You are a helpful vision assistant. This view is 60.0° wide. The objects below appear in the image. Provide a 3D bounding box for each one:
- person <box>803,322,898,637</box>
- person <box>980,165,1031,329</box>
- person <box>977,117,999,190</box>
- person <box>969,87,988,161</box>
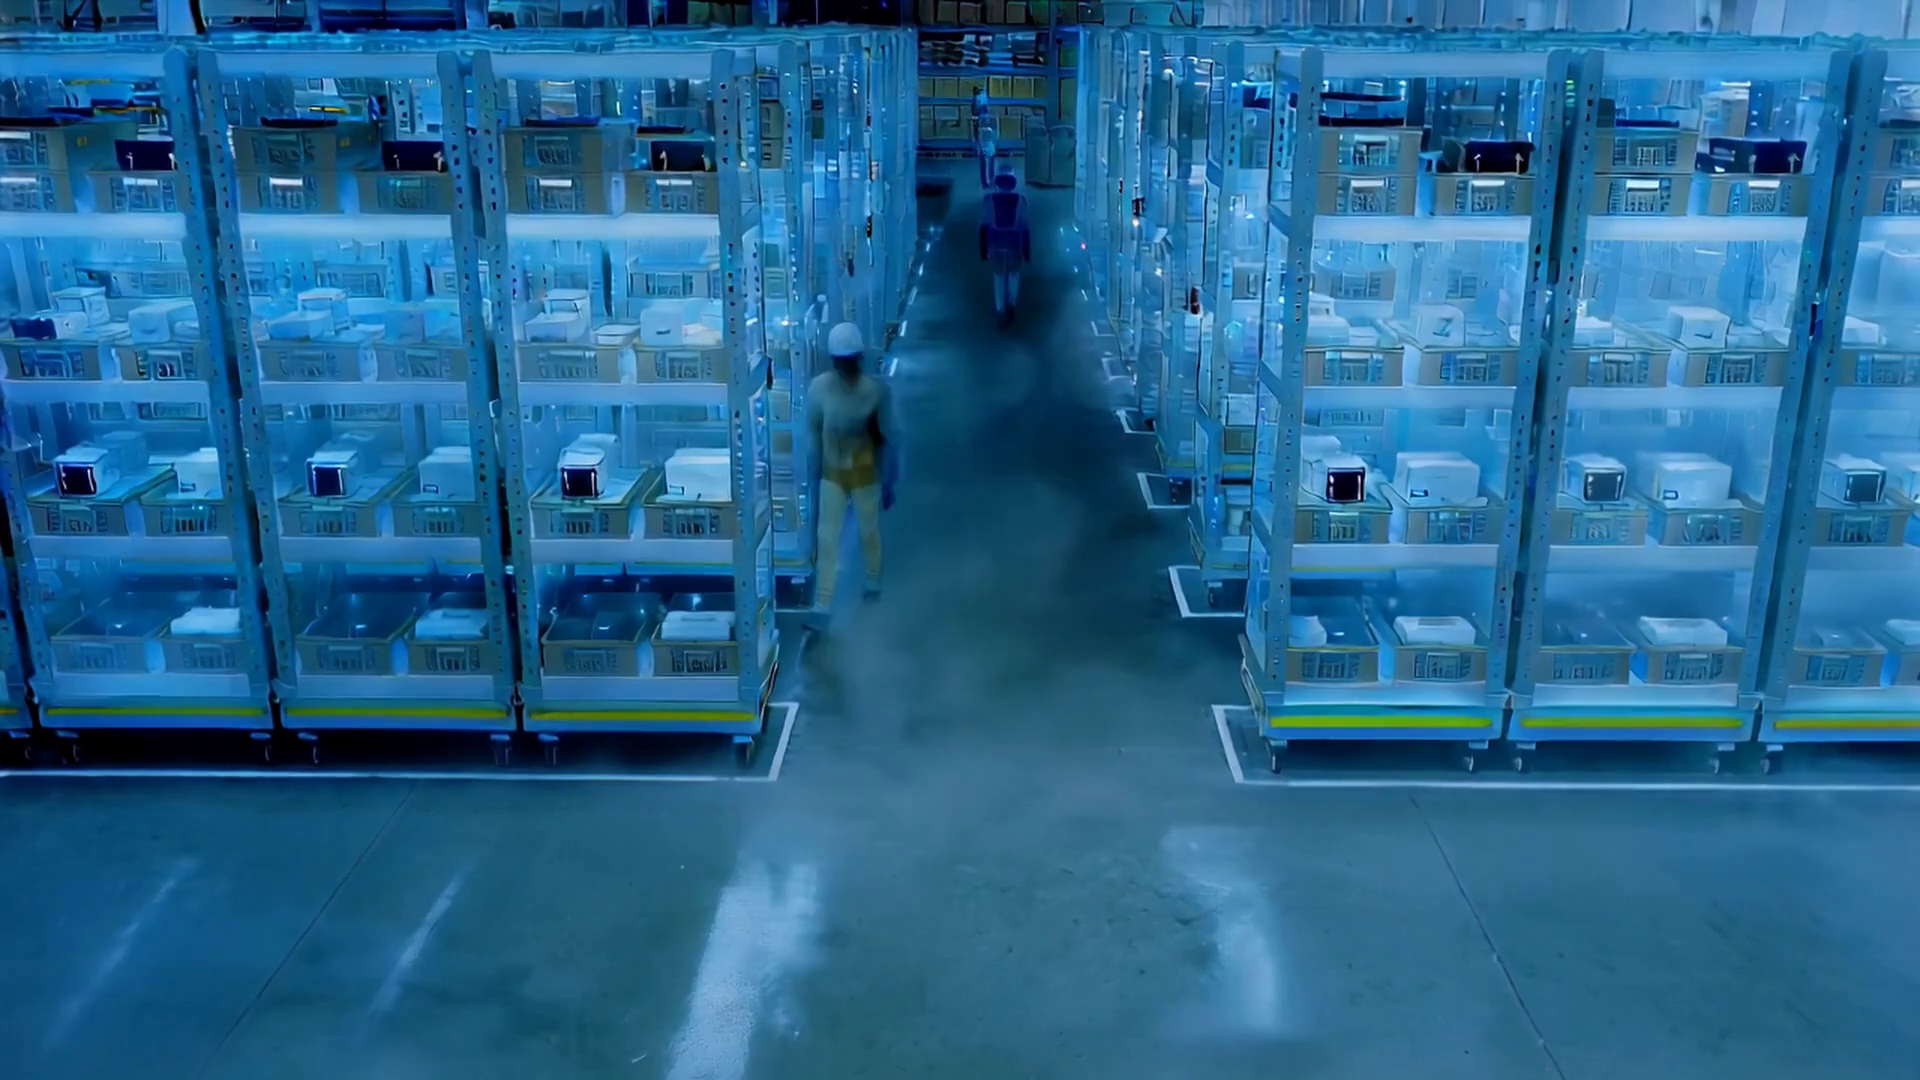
[{"bbox_3d":[-0.694,-0.402,10.462,0.626,1.944,0.924,4,18,13],"label":"person"},{"bbox_3d":[0.568,-3.693,20.875,0.632,1.985,1.034,1,17,4],"label":"person"},{"bbox_3d":[0.623,-8.694,37.458,0.516,1.599,0.807,2,18,7],"label":"person"},{"bbox_3d":[0.491,-11.256,45.042,0.390,1.946,0.614,-13,22,-37],"label":"person"}]
